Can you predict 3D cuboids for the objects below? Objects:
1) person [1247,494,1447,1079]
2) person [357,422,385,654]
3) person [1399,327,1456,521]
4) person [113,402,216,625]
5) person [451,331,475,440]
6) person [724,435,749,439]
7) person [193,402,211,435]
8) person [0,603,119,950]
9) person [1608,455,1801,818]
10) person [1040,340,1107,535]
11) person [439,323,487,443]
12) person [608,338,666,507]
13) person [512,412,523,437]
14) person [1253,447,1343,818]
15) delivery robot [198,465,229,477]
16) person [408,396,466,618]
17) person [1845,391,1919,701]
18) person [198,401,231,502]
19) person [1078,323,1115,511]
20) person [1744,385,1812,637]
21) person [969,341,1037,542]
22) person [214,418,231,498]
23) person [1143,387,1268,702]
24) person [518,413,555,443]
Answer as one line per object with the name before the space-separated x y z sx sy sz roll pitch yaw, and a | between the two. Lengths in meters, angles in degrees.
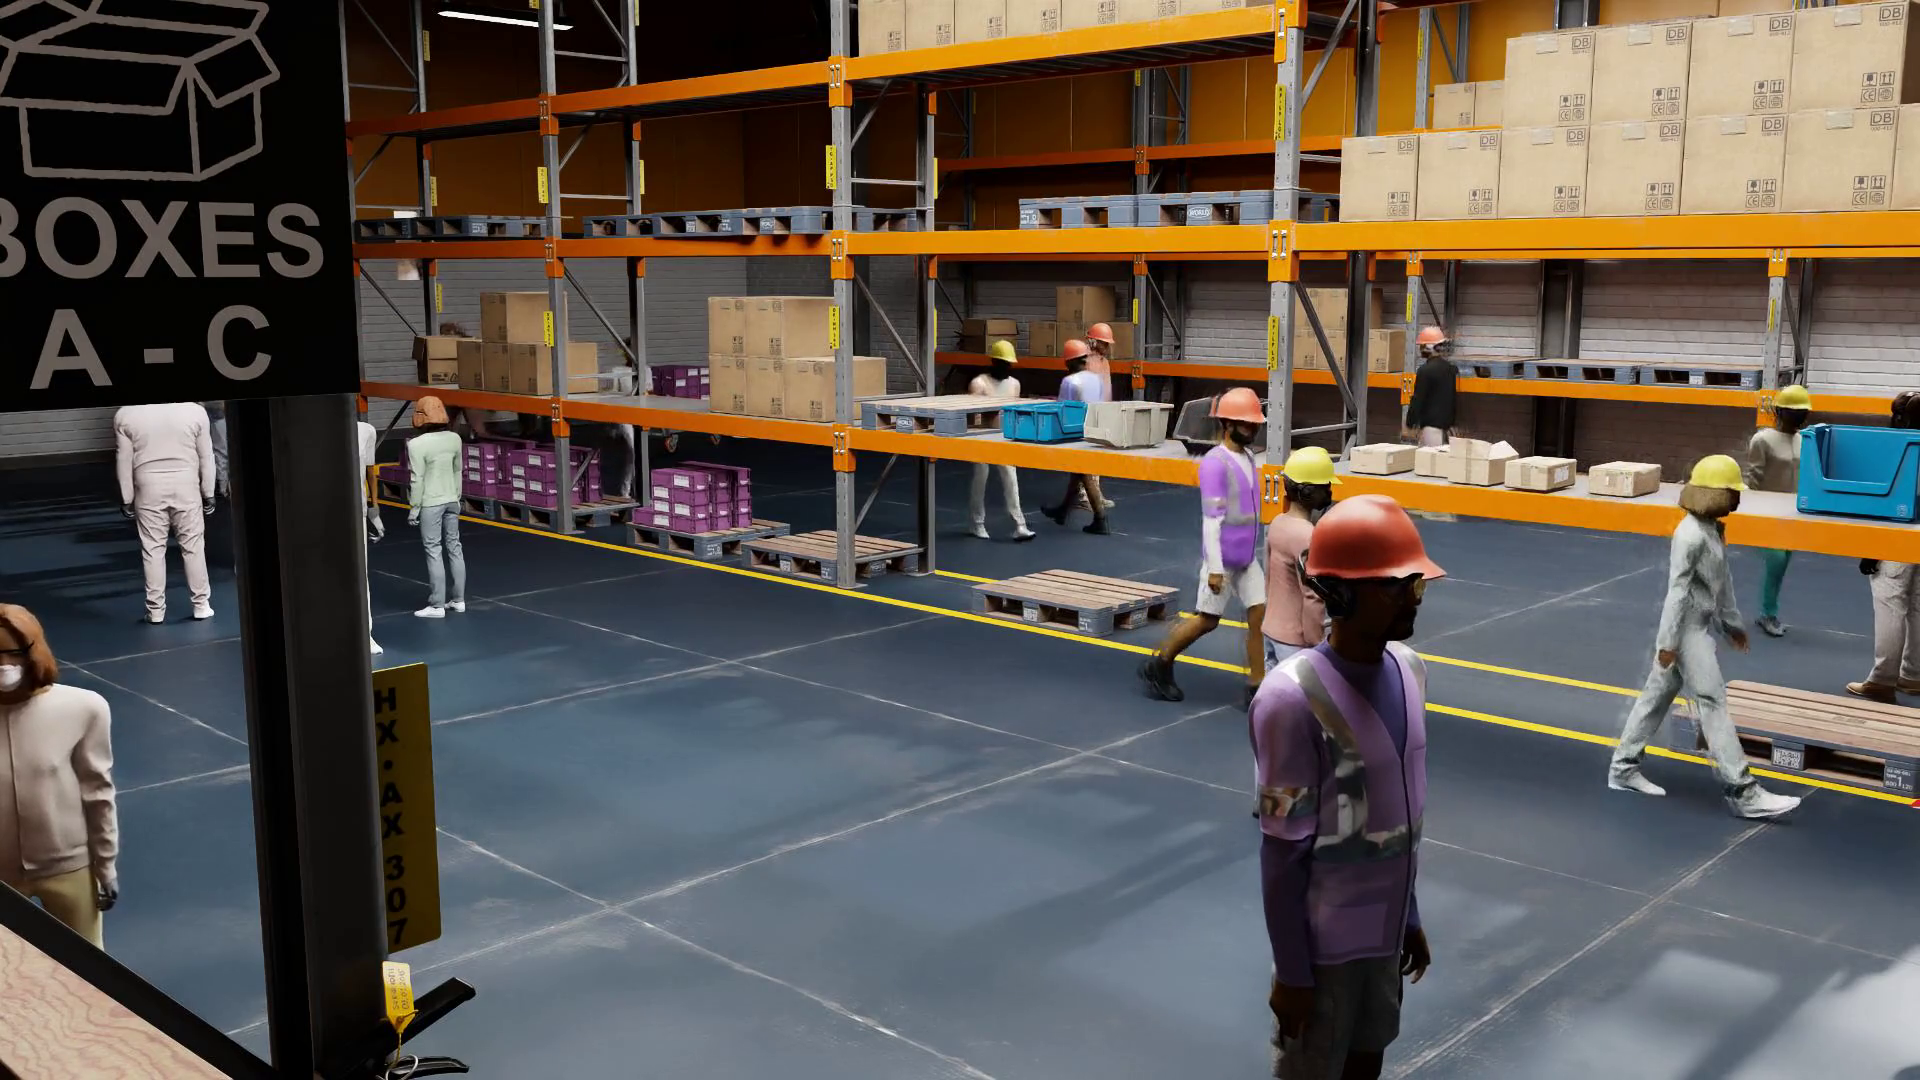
person | 0.927 0.907 3.931 0.369 2.048 0.607 9 13 42
person | -4.065 -0.149 10.965 0.514 1.867 0.328 -6 11 -34
person | 4.727 -1.188 16.999 0.819 1.961 0.622 7 12 38
person | -5.728 -0.343 12.024 0.652 1.906 0.408 -5 10 -27
person | -7.456 -2.303 24.893 0.517 1.633 0.311 -4 10 -23
person | -3.392 -2.499 25.184 0.386 1.926 0.591 -6 11 -31
person | -9.218 -1.687 19.853 0.999 2.000 0.687 3 10 19
person | -2.697 0.975 4.810 0.493 1.626 0.286 -5 10 -27
person | 3.531 0.445 7.842 0.902 1.697 0.508 6 11 32
person | 1.123 -1.011 16.248 0.990 1.867 0.536 9 13 42
person | -6.596 -1.885 21.646 1.004 1.846 0.671 -7 11 -36
person | -3.431 -1.241 17.798 0.905 1.827 0.495 8 12 41
person | -6.799 -2.415 25.452 0.368 1.683 0.576 -4 10 -21
person | 1.547 0.455 7.564 0.328 1.767 0.531 -1 9 -8
delivery robot | -8.731 -0.891 19.230 0.707 0.478 0.477 -4 10 -22
person | -3.861 -0.245 12.258 0.285 1.633 0.498 5 10 26
person | 5.591 0.037 9.895 0.622 1.844 0.429 -5 10 -27
person | -7.993 -1.300 18.204 0.621 1.800 0.455 -3 10 -20
person | 1.448 -1.312 17.718 0.388 1.987 0.608 5 11 29
person | 5.783 -0.198 11.584 0.547 1.747 0.591 -2 9 -10
person | 0.375 -0.903 15.537 0.605 1.876 0.978 -5 11 -28
person | -5.824 -0.471 13.707 0.503 1.613 0.577 -7 12 -37
person | 1.497 0.063 9.577 0.934 1.902 0.556 7 12 37
person | -5.201 -1.695 20.460 1.017 1.870 0.615 7 12 38
